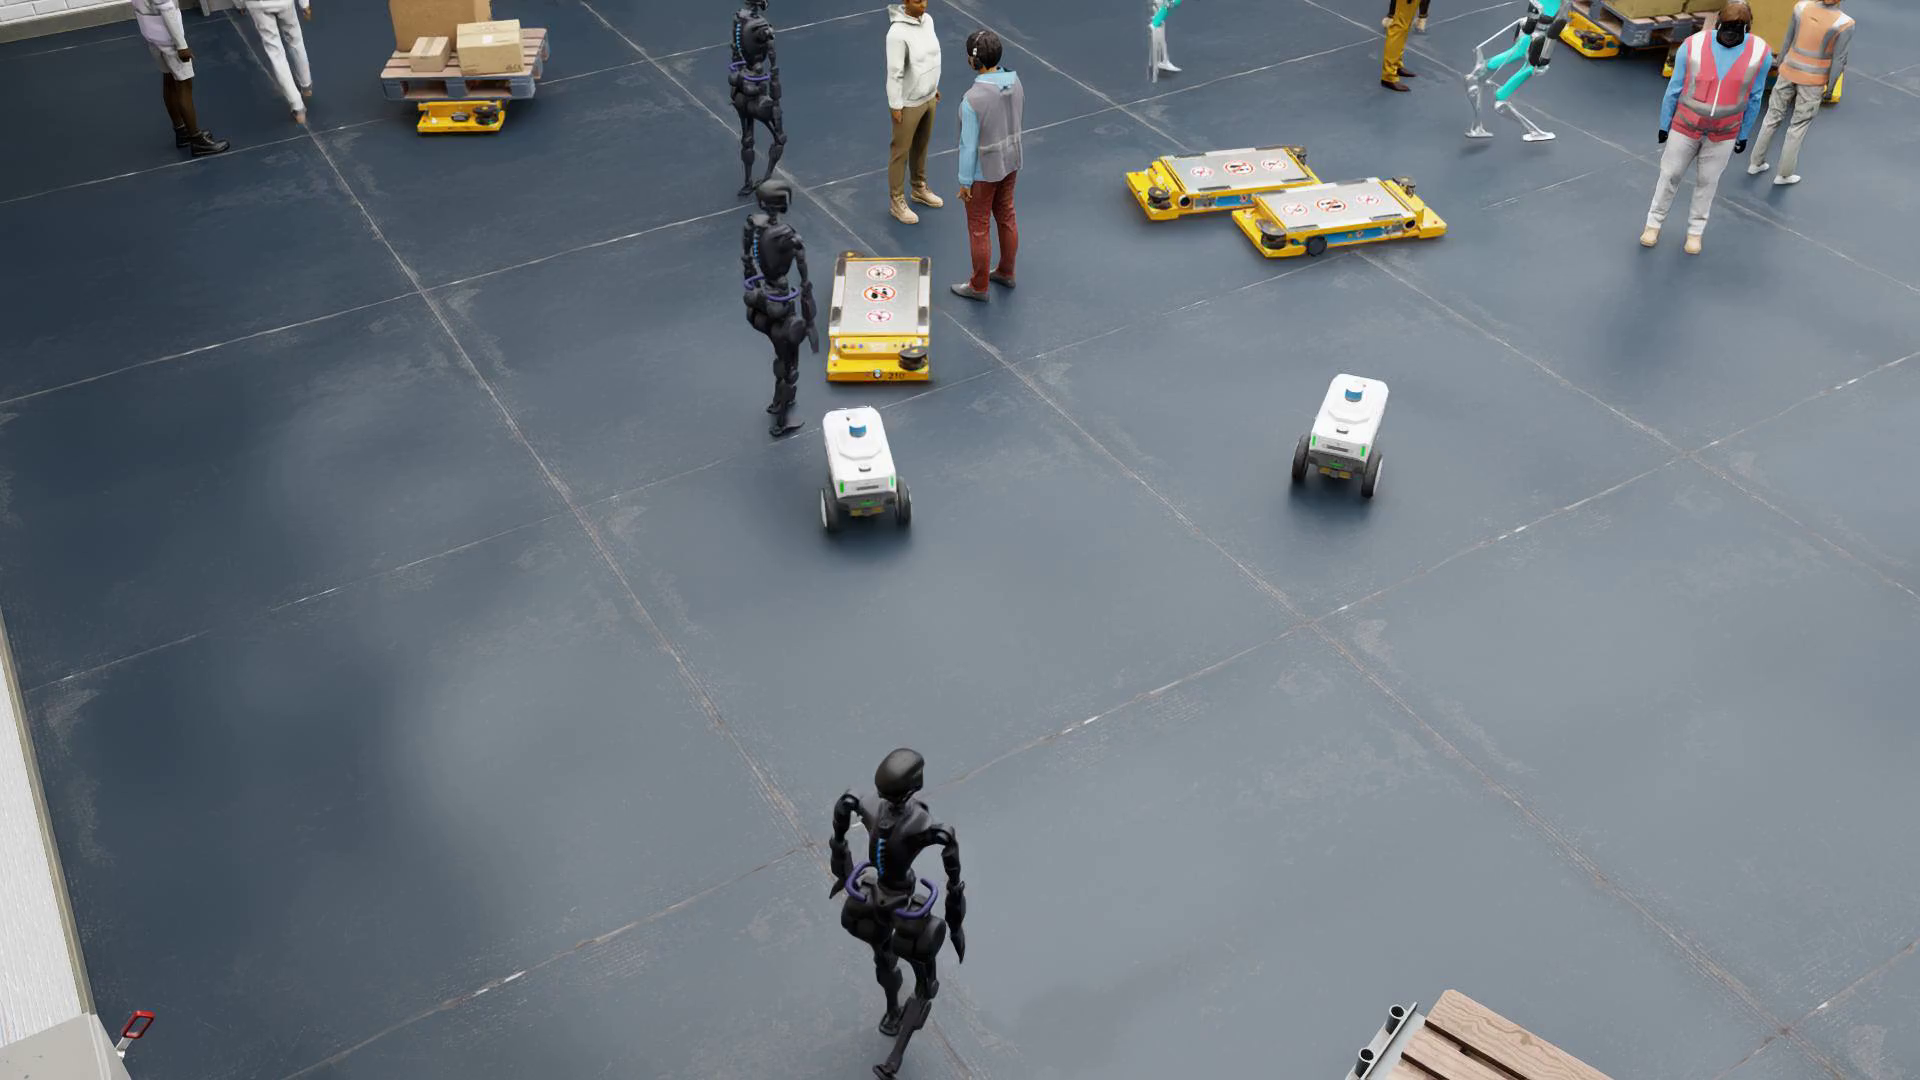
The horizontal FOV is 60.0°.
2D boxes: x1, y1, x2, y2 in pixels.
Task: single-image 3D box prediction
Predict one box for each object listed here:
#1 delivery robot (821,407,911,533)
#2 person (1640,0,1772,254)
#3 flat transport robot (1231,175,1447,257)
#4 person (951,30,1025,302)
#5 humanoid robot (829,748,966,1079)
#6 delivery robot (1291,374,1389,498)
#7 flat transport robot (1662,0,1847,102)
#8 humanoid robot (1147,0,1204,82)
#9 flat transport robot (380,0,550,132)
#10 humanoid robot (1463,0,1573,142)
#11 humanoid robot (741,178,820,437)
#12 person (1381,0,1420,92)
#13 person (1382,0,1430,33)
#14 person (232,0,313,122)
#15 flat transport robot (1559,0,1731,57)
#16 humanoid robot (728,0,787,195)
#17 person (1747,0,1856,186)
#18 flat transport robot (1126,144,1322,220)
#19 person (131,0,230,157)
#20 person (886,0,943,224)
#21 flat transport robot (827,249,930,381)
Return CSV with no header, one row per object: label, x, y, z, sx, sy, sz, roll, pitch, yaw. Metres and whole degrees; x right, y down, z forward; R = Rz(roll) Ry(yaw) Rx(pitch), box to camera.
delivery robot,-0.577,-0.414,9.599,0.499,0.614,0.808,-7,39,-9
person,5.233,-2.893,11.690,0.629,1.836,0.431,13,40,16
flat transport robot,2.805,-2.394,12.312,1.431,0.231,0.659,-9,39,-12
person,0.204,-2.475,11.127,0.416,1.873,0.534,30,47,32
humanoid robot,-0.296,1.446,6.344,0.601,1.642,0.588,16,41,19
delivery robot,2.298,-0.654,9.876,0.502,0.582,0.752,14,41,17
flat transport robot,6.921,-4.127,14.499,1.431,0.231,0.659,15,41,18
humanoid robot,1.797,-4.733,14.108,0.534,1.802,0.821,-26,45,-29
flat transport robot,-4.141,-3.843,14.141,0.659,0.231,1.431,-2,38,-2
humanoid robot,4.336,-3.855,12.964,0.934,1.749,0.565,-3,39,-4
humanoid robot,-1.068,-1.386,9.905,0.612,1.646,0.360,30,47,32
person,3.837,-4.699,14.024,0.346,1.754,0.521,15,41,18
person,4.152,-5.424,14.995,0.546,1.681,0.336,2,38,2
person,-5.660,-4.428,13.601,0.583,1.853,0.857,-17,41,-20
flat transport robot,6.209,-4.667,15.180,1.431,0.231,0.659,-9,39,-11
humanoid robot,-1.528,-3.360,12.401,0.383,1.644,0.614,-27,45,-29
person,6.391,-3.489,12.597,0.315,1.631,0.518,-24,44,-27
flat transport robot,2.056,-2.743,12.753,1.431,0.231,0.659,-8,39,-10
person,-6.157,-3.955,12.941,0.550,1.934,0.371,32,48,33
person,-0.355,-3.211,12.137,0.364,1.766,0.534,24,44,27
flat transport robot,-0.532,-1.527,11.218,0.659,0.231,1.431,0,38,0
